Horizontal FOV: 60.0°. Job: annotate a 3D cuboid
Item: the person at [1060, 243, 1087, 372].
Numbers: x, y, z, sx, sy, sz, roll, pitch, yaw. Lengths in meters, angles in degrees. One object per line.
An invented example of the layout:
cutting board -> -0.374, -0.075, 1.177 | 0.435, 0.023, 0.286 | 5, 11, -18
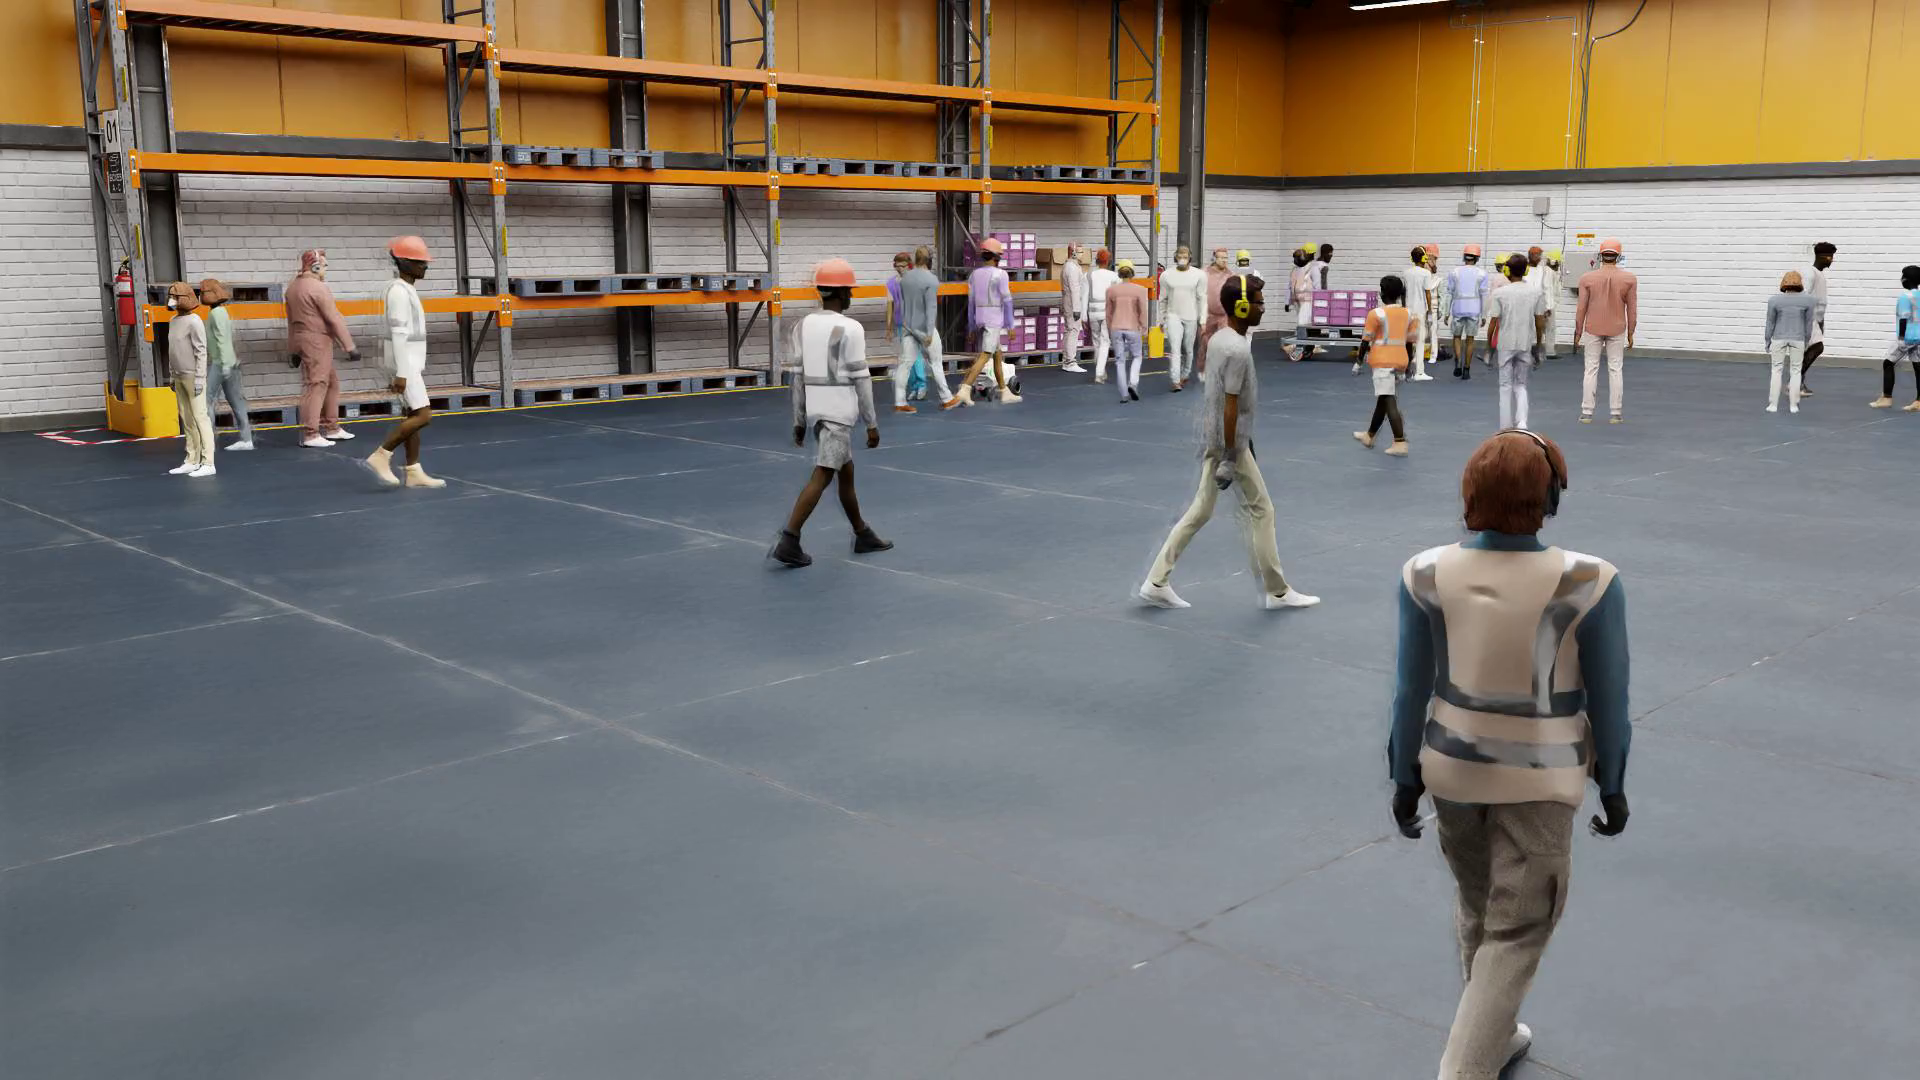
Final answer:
person -> 1.701, -3.441, 24.674 | 0.408, 1.906, 0.652 | -1, 10, -6

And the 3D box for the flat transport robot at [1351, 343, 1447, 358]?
flat transport robot -> 7.282, -3.158, 27.592 | 1.431, 0.197, 0.652 | 6, 12, 29

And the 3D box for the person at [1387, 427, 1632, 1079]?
person -> 1.186, 0.555, 3.709 | 0.507, 1.604, 0.840 | 9, 14, 40

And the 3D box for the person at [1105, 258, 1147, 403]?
person -> 1.999, -2.519, 20.091 | 0.540, 1.741, 0.496 | 3, 11, 17

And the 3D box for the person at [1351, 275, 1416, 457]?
person -> 3.928, -1.622, 15.442 | 0.535, 1.644, 0.872 | -6, 12, -30

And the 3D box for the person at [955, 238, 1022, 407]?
person -> 0.306, -2.580, 19.757 | 1.040, 1.998, 0.621 | -8, 13, -38

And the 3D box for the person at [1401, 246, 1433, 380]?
person -> 6.415, -3.174, 23.307 | 0.328, 1.877, 0.511 | -8, 13, -37

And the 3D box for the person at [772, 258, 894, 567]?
person -> -0.803, -0.784, 10.274 | 1.014, 1.896, 0.557 | -10, 14, -43

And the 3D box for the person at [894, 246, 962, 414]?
person -> -0.399, -2.394, 18.992 | 0.639, 1.892, 0.978 | 10, 14, 42

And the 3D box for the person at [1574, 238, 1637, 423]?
person -> 6.969, -2.256, 17.972 | 0.623, 1.992, 0.396 | 3, 11, 16

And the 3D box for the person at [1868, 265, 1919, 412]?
person -> 10.883, -2.315, 19.171 | 0.551, 1.677, 0.673 | -5, 11, -25

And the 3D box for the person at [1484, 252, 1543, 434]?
person -> 5.296, -1.810, 15.909 | 0.553, 1.858, 0.402 | 0, 10, -1

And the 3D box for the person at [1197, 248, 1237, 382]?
person -> 3.502, -3.058, 22.742 | 0.642, 1.860, 0.982 | -1, 10, -8

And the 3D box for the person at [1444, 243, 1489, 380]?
person -> 7.106, -3.206, 23.358 | 0.587, 1.910, 0.405 | 4, 11, 21

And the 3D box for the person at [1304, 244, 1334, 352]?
person -> 6.147, -4.158, 28.678 | 0.504, 1.879, 0.631 | 0, 10, -1

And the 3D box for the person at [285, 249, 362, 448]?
person -> -6.071, -1.839, 16.007 | 0.746, 1.880, 0.660 | -10, 14, -43

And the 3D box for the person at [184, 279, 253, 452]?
person -> -7.004, -1.620, 15.530 | 0.700, 1.607, 0.532 | -4, 11, -19

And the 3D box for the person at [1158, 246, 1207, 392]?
person -> 2.904, -2.886, 21.724 | 0.637, 1.903, 0.929 | 2, 11, 9

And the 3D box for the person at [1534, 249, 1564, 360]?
person -> 9.433, -3.808, 26.992 | 0.675, 1.798, 0.616 | 1, 10, 7

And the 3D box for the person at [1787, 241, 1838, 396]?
person -> 10.703, -2.766, 20.889 | 0.478, 1.938, 0.640 | 8, 13, 38

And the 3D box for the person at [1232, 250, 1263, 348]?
person -> 4.337, -3.524, 25.428 | 0.584, 1.791, 0.829 | 2, 11, 10

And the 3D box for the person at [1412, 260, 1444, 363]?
person -> 7.417, -3.619, 26.373 | 0.523, 1.638, 0.310 | 10, 14, 43

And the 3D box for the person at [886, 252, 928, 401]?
person -> -0.616, -2.598, 20.329 | 0.608, 1.807, 0.488 | 5, 12, 27

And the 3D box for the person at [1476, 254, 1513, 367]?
person -> 8.358, -3.567, 25.843 | 0.542, 1.722, 0.887 | -7, 13, -34

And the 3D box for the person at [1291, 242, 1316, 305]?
person -> 6.018, -4.198, 28.816 | 0.485, 1.899, 0.593 | 3, 11, 15

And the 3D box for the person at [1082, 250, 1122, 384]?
person -> 1.974, -3.072, 22.896 | 0.588, 1.831, 1.013 | 3, 11, 13

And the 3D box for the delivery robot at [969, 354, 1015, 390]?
delivery robot -> 0.393, -2.059, 20.572 | 0.477, 0.478, 0.707 | 5, 12, 27

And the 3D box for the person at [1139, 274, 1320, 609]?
person -> 1.433, -0.511, 8.934 | 0.969, 1.830, 0.512 | -2, 11, -10

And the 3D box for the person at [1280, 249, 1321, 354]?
person -> 5.795, -4.019, 28.175 | 0.976, 1.781, 0.649 | -7, 12, -32

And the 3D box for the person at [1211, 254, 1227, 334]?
person -> 3.681, -3.240, 23.875 | 0.520, 1.813, 0.872 | -1, 10, -4

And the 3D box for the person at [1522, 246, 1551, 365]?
person -> 9.028, -3.706, 26.346 | 0.645, 1.867, 0.826 | -1, 10, -5

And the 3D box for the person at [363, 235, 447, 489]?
person -> -4.390, -1.386, 13.165 | 0.530, 2.025, 0.609 | -3, 11, -14

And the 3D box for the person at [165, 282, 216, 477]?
person -> -6.518, -1.354, 14.032 | 0.500, 1.636, 0.280 | 8, 13, 37

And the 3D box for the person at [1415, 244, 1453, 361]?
person -> 7.540, -3.842, 26.962 | 0.553, 1.883, 1.040 | -7, 12, -33

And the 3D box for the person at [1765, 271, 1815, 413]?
person -> 9.493, -2.268, 19.070 | 0.492, 1.624, 0.308 | 5, 11, 23
